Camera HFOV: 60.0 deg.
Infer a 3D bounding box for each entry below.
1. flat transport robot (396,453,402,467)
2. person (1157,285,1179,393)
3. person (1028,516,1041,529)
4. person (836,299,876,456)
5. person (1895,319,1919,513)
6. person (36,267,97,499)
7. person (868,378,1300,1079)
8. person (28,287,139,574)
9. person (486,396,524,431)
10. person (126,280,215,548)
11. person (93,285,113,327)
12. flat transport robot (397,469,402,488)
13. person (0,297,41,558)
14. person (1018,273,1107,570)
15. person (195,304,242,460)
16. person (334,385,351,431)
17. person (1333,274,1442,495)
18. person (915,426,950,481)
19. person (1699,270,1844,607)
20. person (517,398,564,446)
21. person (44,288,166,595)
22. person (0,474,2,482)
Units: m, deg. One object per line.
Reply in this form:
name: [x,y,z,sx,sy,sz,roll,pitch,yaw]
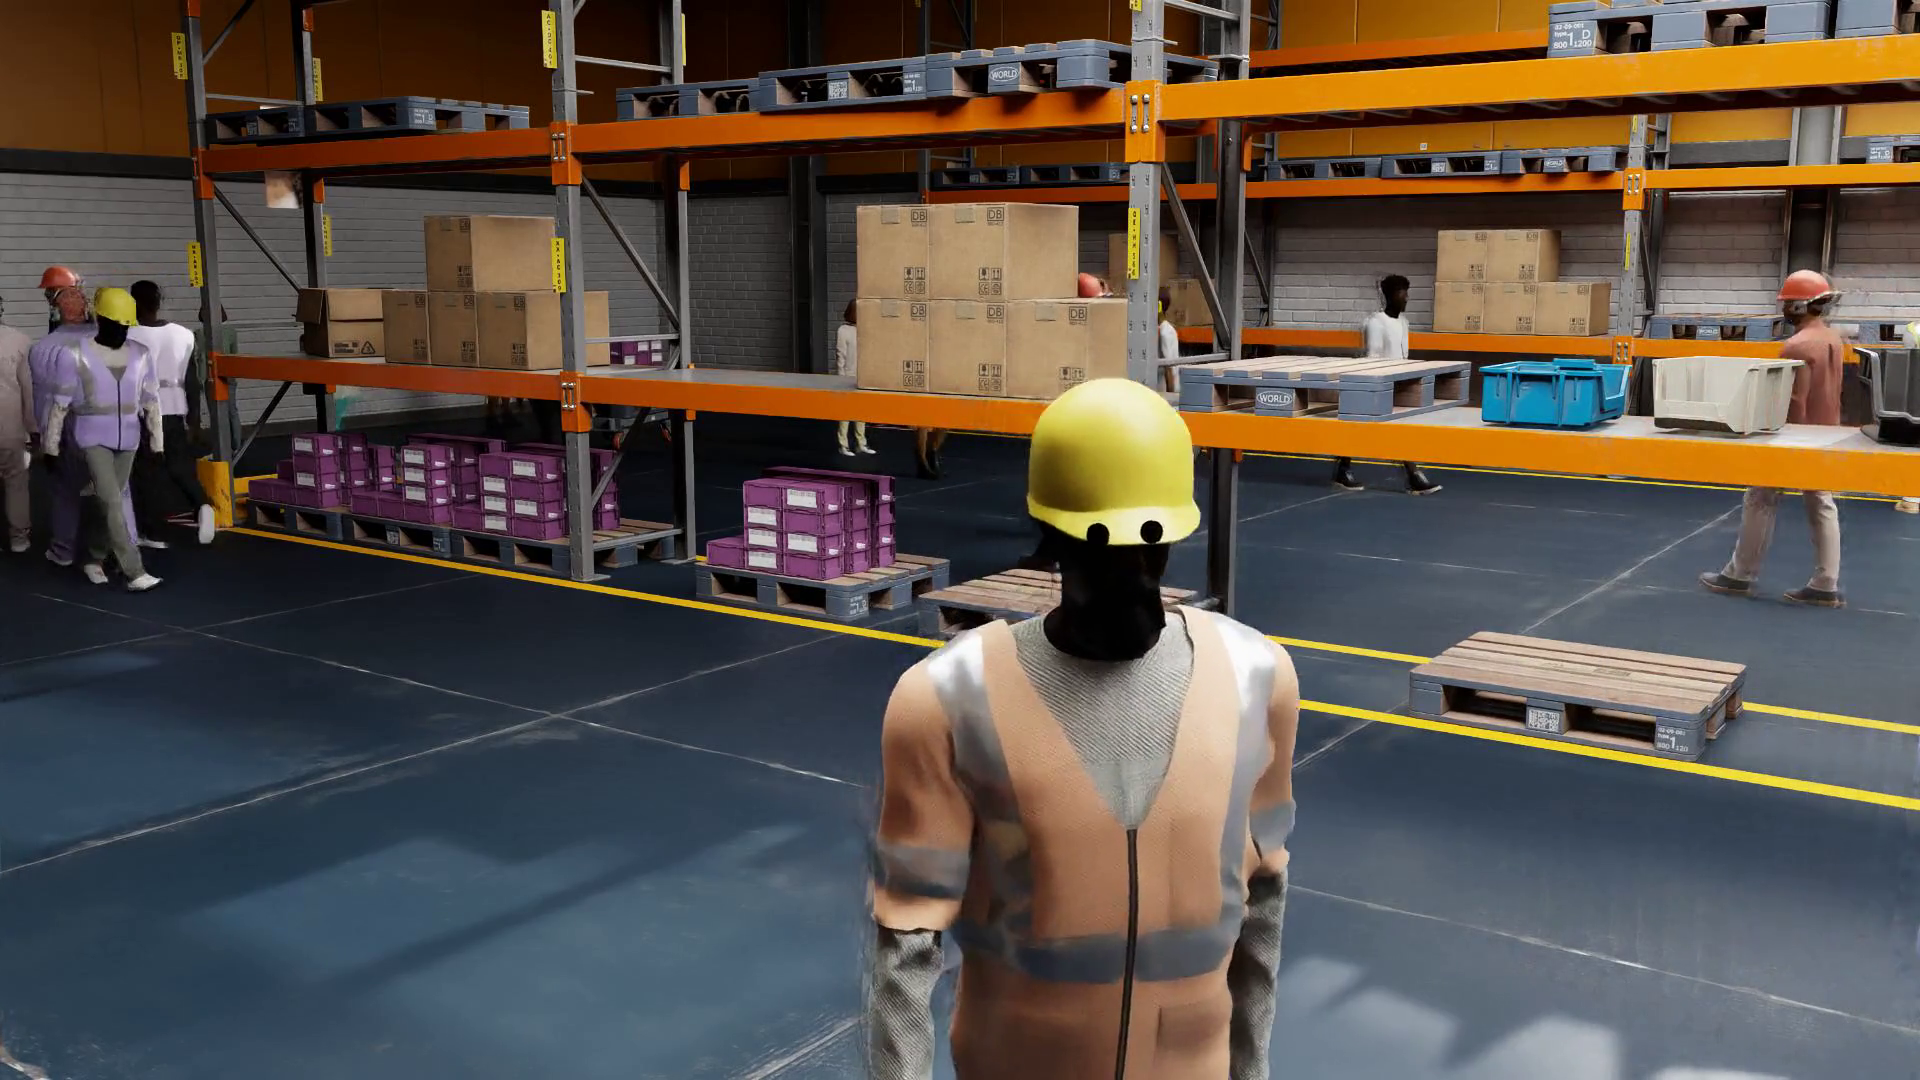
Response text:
flat transport robot: [-5.155,-0.638,15.097,0.652,0.197,1.431,-3,10,-18]
person: [1.436,-1.055,12.942,0.919,1.826,0.566,1,10,7]
person: [0.915,-0.849,12.019,0.874,1.733,0.521,2,10,10]
person: [-1.081,-1.686,17.325,0.506,1.629,0.282,-9,13,-44]
person: [7.814,-1.123,13.317,0.621,1.845,0.429,2,10,11]
person: [-7.602,-1.320,14.111,0.653,1.964,0.756,8,12,40]
person: [0.182,0.721,2.241,0.615,1.868,1.009,-2,10,-10]
person: [-5.670,-0.702,10.792,0.642,1.856,1.011,-9,13,-43]
person: [-5.429,-2.264,19.899,0.738,1.909,0.548,-9,13,-42]
person: [-5.549,-0.858,11.597,0.710,1.899,0.595,7,12,35]
person: [-7.891,-1.475,15.534,0.617,1.805,0.643,-6,11,-30]
flat transport robot: [-4.565,-0.490,14.218,1.431,0.197,0.652,-3,10,-18]
person: [-6.573,-0.785,11.263,0.656,1.876,0.812,-4,10,-22]
person: [0.894,-0.743,10.749,0.991,1.956,0.608,6,11,30]
person: [-7.576,-1.635,16.980,0.280,1.636,0.504,4,10,23]
person: [-5.301,-1.214,14.186,0.553,1.734,0.570,-5,11,-28]
person: [3.697,-1.343,14.446,0.618,1.907,1.019,-8,13,-41]
person: [-0.264,-1.488,15.269,0.426,1.914,0.567,8,13,40]
person: [4.892,-0.607,9.896,0.623,1.959,0.893,-6,11,-32]
person: [-3.470,-1.365,14.170,0.716,2.000,0.641,-3,10,-15]
person: [-5.229,-0.606,10.210,0.994,1.855,0.642,6,11,34]
person: [-8.937,-1.379,15.268,0.317,1.700,0.538,-1,10,-4]
